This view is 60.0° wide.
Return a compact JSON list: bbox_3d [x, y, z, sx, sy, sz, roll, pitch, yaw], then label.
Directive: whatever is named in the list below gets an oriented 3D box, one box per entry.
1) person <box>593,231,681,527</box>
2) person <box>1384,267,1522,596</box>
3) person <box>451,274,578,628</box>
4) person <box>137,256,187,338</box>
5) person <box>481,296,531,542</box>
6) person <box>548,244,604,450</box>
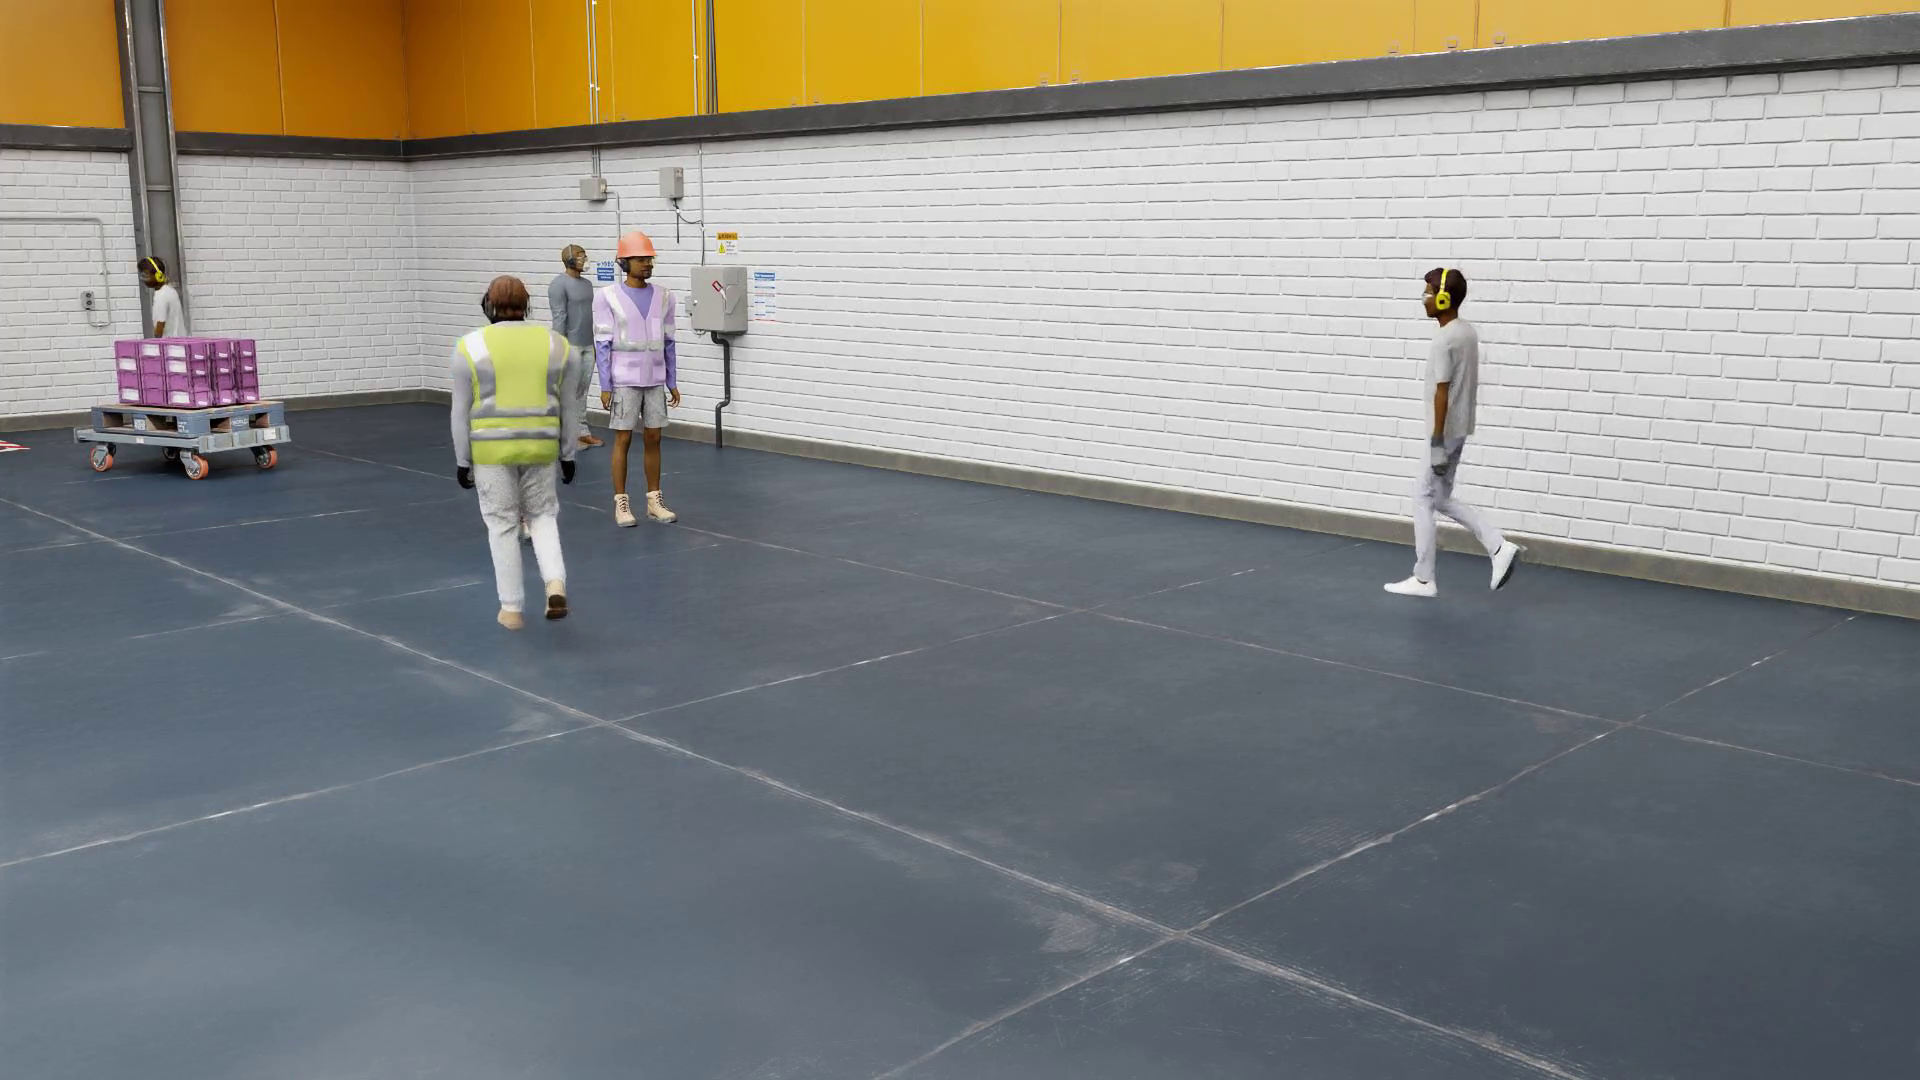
[{"bbox_3d":[-2.238,-1.118,11.626,0.607,2.048,0.367,-8,13,-36],"label":"person"},{"bbox_3d":[2.753,-0.576,9.204,0.639,1.849,0.529,8,13,38],"label":"person"},{"bbox_3d":[-2.272,-0.434,8.508,0.627,1.829,0.466,-6,12,-30],"label":"person"},{"bbox_3d":[-7.428,-1.732,15.573,0.489,1.831,0.590,-4,11,-21],"label":"person"},{"bbox_3d":[-2.994,-0.797,10.917,0.540,1.660,0.815,-5,11,-24],"label":"person"},{"bbox_3d":[-3.642,-1.829,15.797,0.368,1.940,0.633,3,11,17],"label":"person"}]
